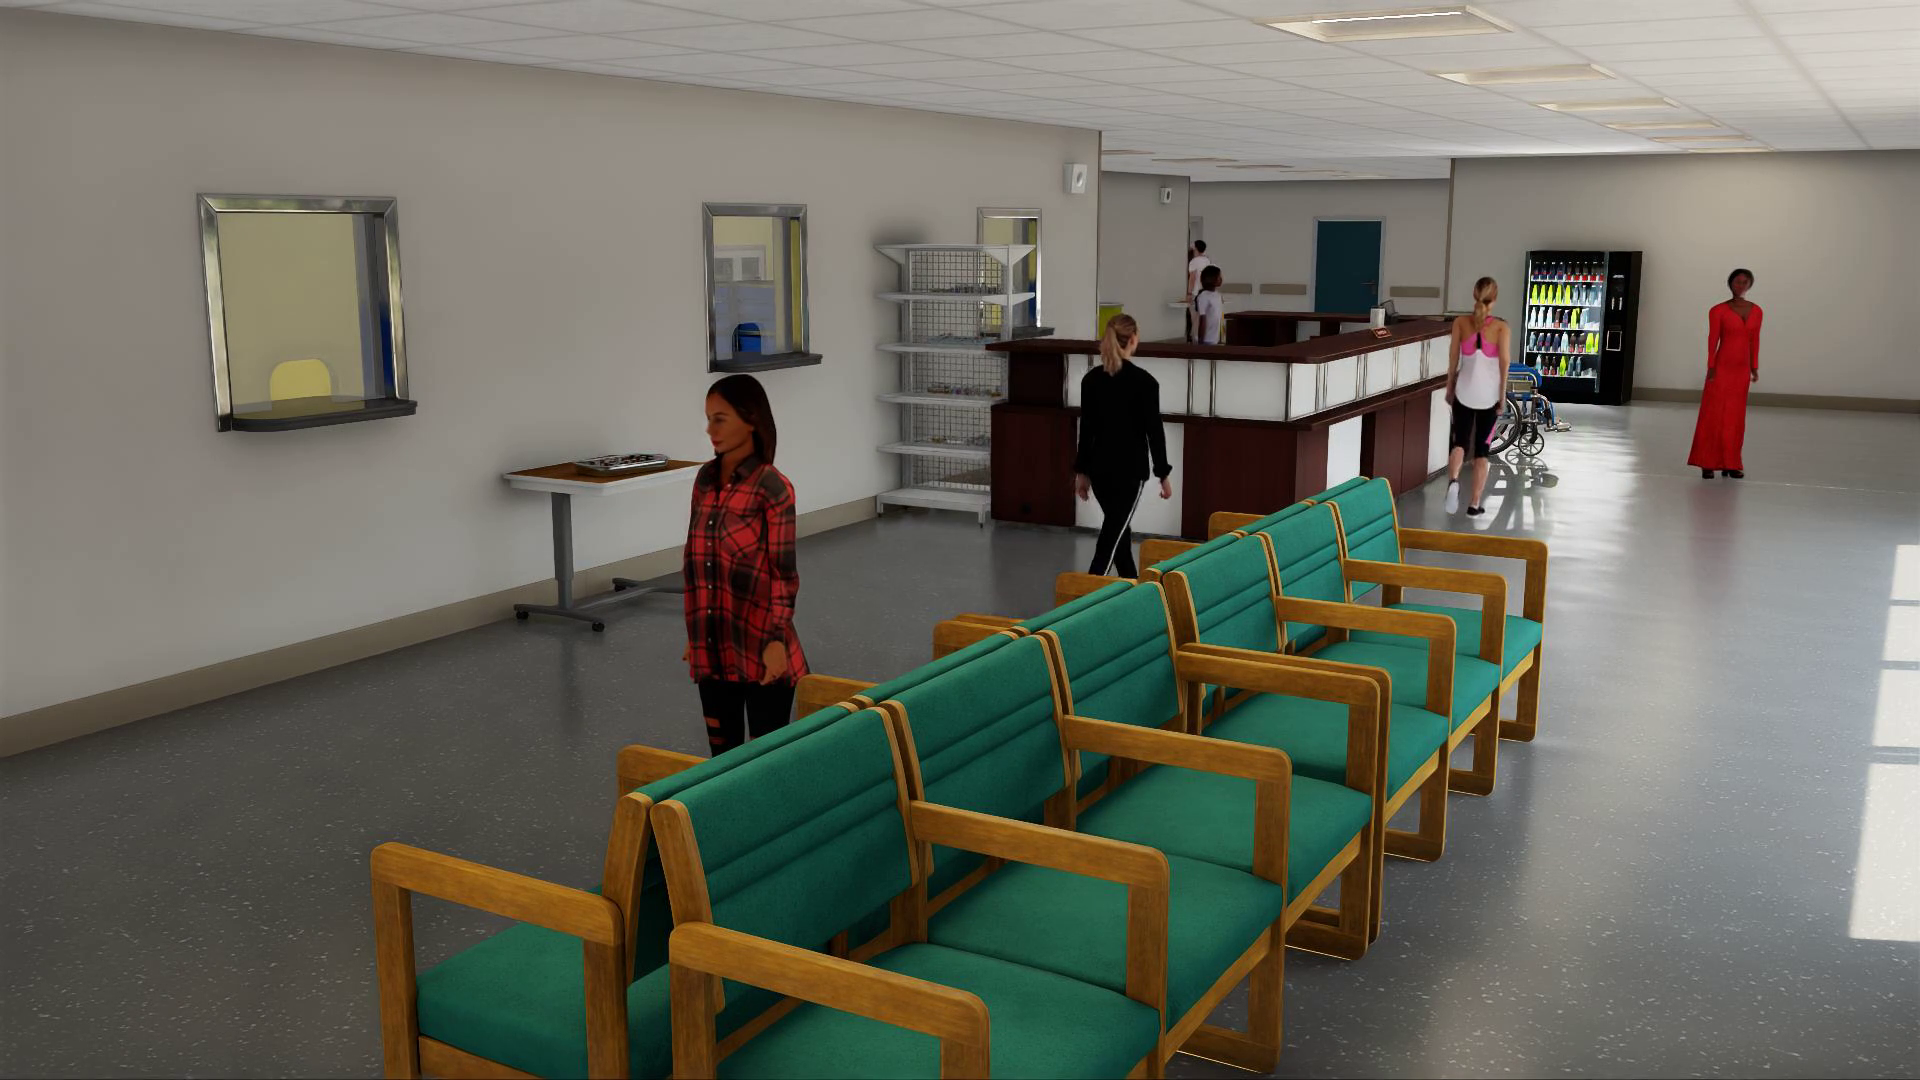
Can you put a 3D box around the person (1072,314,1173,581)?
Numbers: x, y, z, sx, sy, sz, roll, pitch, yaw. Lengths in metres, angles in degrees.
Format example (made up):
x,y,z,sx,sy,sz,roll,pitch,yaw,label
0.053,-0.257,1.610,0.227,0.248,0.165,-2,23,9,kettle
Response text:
x,y,z,sx,sy,sz,roll,pitch,yaw,label
0.760,-0.264,8.485,1.059,1.649,0.806,9,14,38,person

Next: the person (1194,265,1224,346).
x,y,z,sx,sy,sz,roll,pitch,yaw,label
2.614,-2.101,18.044,1.051,1.695,0.591,6,12,29,person

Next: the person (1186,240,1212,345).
x,y,z,sx,sy,sz,roll,pitch,yaw,label
4.120,-4.227,28.732,0.742,1.887,0.698,-10,15,-43,person

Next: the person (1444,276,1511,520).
x,y,z,sx,sy,sz,roll,pitch,yaw,label
3.697,-0.996,12.014,0.884,1.773,0.685,7,13,32,person

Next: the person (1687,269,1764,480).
x,y,z,sx,sy,sz,roll,pitch,yaw,label
6.561,-1.411,14.168,0.722,1.784,0.806,-1,11,-4,person

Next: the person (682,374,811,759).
x,y,z,sx,sy,sz,roll,pitch,yaw,label
-0.686,0.319,5.271,0.535,1.702,0.700,9,14,38,person
